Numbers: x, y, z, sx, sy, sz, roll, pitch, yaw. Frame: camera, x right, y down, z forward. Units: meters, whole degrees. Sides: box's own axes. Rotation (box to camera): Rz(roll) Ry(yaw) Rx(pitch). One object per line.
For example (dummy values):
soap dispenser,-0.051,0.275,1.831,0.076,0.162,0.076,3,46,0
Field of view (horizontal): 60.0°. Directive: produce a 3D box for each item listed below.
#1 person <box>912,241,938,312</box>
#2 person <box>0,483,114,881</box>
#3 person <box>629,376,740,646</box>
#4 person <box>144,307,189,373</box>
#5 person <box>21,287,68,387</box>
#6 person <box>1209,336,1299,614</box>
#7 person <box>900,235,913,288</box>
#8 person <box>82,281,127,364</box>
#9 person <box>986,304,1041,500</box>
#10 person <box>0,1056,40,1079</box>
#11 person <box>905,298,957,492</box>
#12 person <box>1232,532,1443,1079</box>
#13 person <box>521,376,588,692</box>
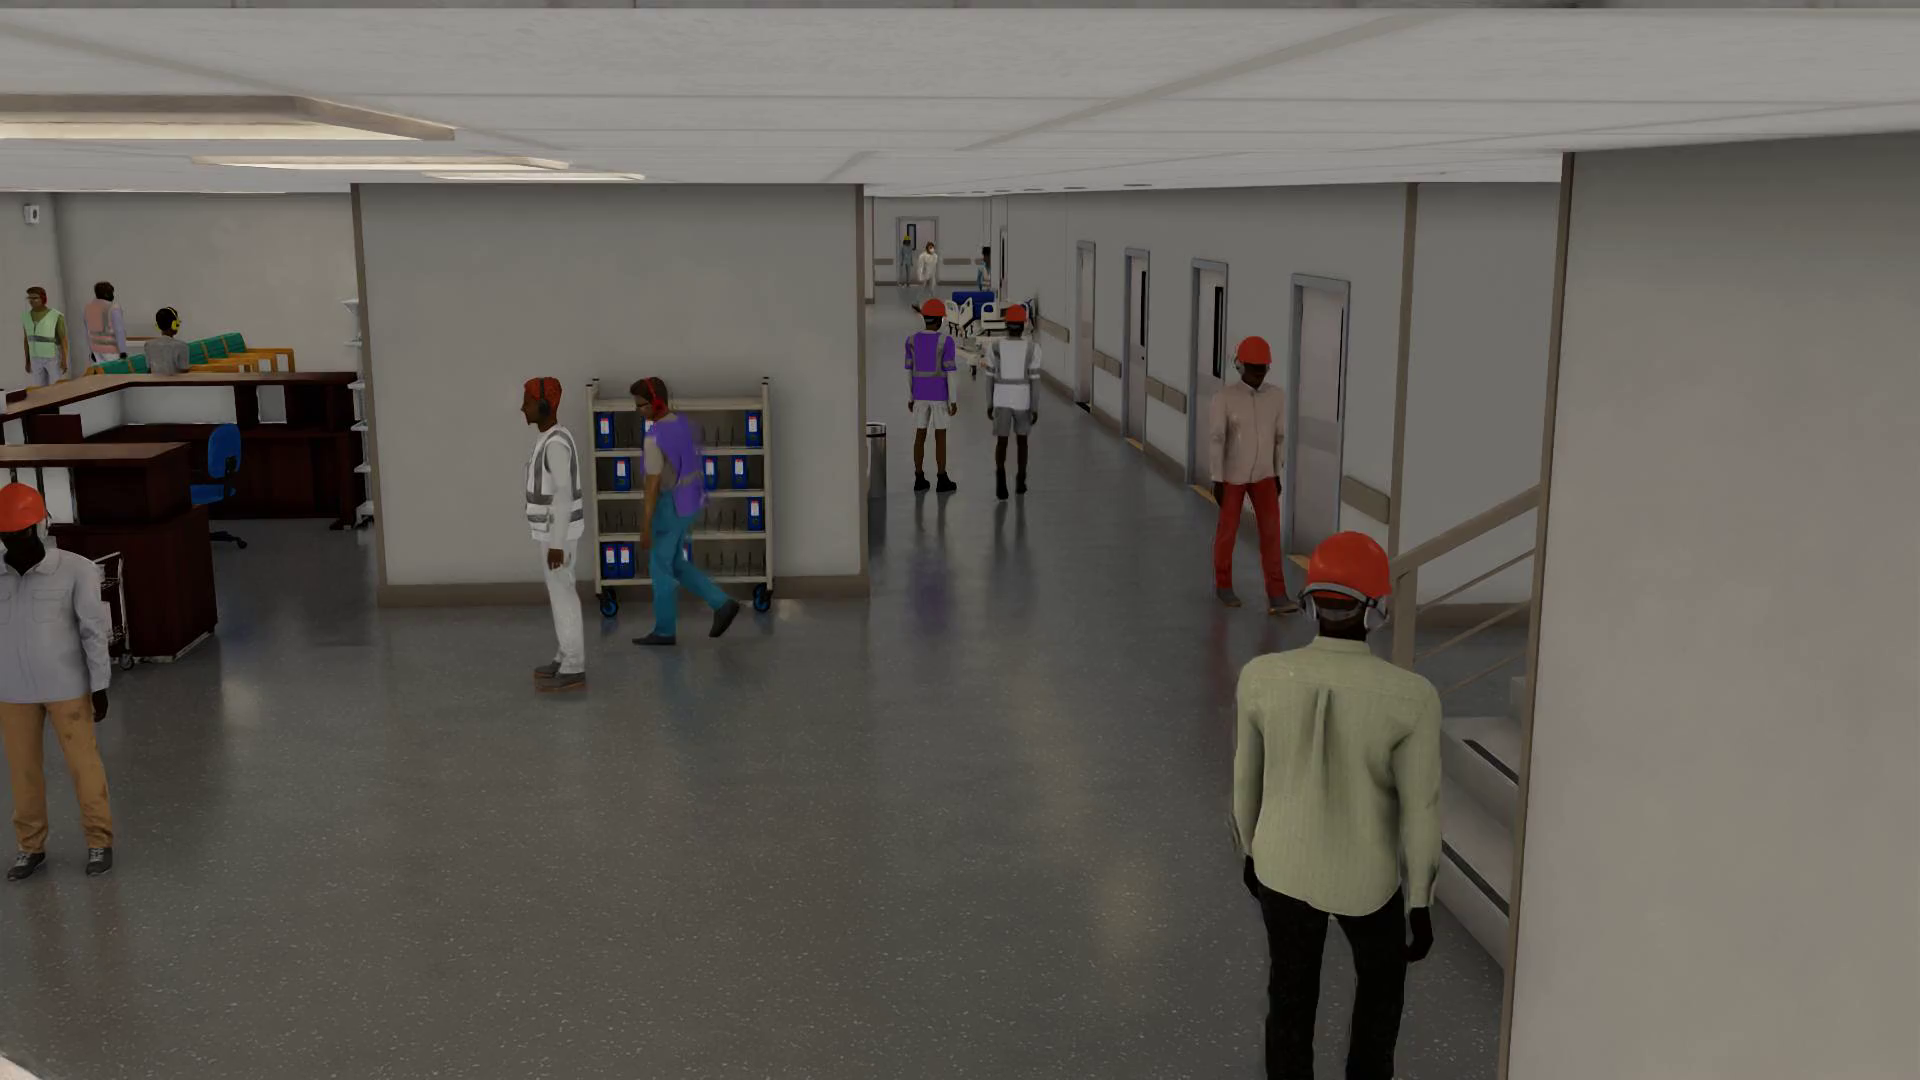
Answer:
person,-0.909,-6.778,42.954,0.641,1.875,1.030,-8,14,-35
person,-3.933,0.611,7.111,0.563,1.742,0.360,-2,12,-8
person,-1.831,-0.167,10.773,0.630,1.808,0.617,2,12,9
person,-7.847,-1.380,16.567,0.505,1.861,0.330,2,12,11
person,-11.467,-2.259,20.890,0.571,1.840,0.373,2,12,9
person,2.074,-0.438,11.696,0.649,1.954,0.925,-4,12,-17
person,-1.764,-9.222,55.158,0.503,1.738,0.329,-8,14,-36
person,-11.469,-2.553,22.354,0.649,1.827,0.492,5,12,21
person,0.515,-1.353,16.318,0.546,1.910,0.840,1,12,5
person,-1.665,1.459,2.589,0.653,1.901,0.411,0,12,2
person,-0.273,-1.453,16.716,0.551,1.935,0.371,5,13,24
person,1.122,0.944,4.909,0.646,1.969,0.661,6,13,28
person,-2.416,-0.037,9.926,0.337,1.882,0.584,-4,12,-17
